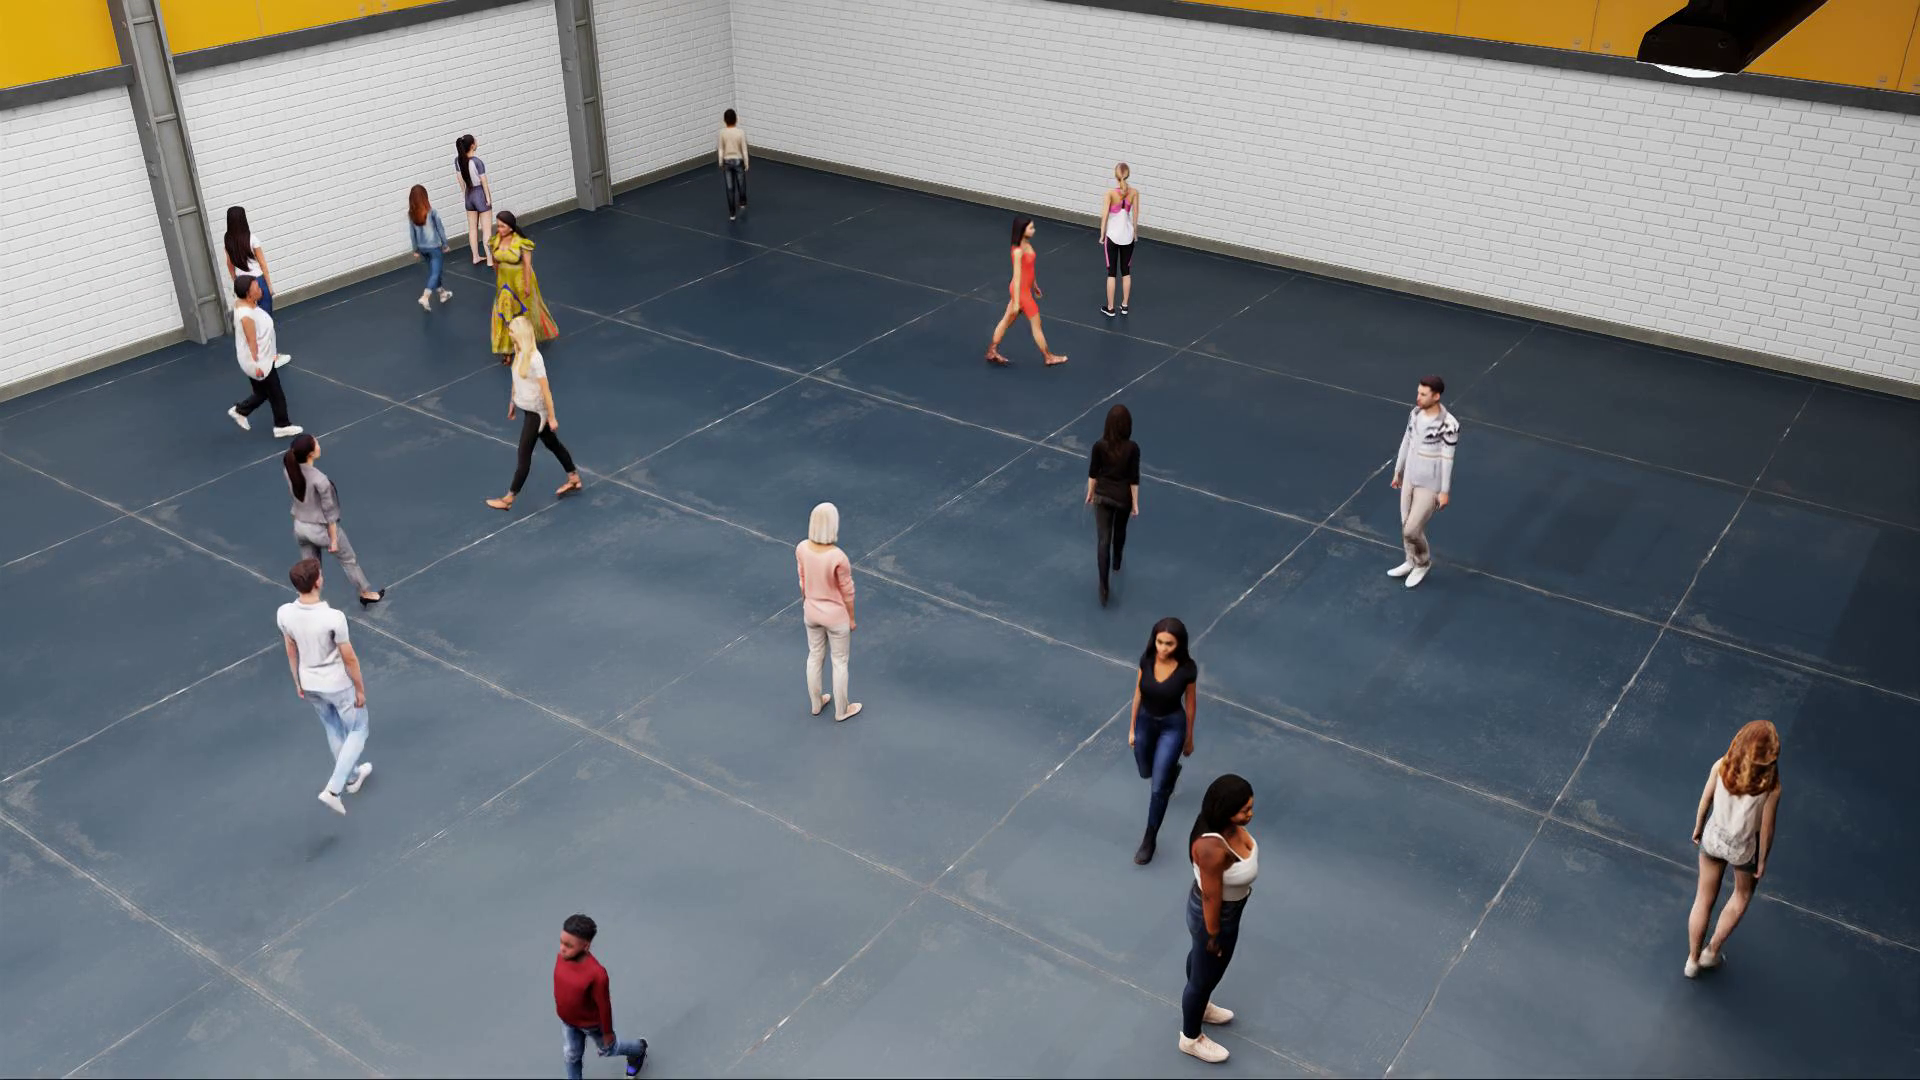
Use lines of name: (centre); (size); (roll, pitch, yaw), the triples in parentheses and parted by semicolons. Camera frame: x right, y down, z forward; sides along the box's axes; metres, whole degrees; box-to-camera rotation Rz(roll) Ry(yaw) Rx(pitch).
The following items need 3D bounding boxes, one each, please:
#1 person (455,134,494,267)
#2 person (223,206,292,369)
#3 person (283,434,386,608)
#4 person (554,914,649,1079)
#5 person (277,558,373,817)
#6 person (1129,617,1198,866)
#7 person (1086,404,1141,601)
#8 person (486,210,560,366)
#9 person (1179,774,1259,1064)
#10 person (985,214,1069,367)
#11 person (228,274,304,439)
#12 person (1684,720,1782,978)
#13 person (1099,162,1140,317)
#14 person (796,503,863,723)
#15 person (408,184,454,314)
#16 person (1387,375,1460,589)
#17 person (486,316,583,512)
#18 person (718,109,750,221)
person: (-6.019, -4.232, 20.706); (0.625, 1.650, 0.564); (13, 31, 23)
person: (-7.565, -2.698, 17.765); (0.667, 1.774, 0.662); (4, 29, 8)
person: (-5.068, -0.008, 12.958); (0.735, 1.653, 0.976); (11, 31, 20)
person: (-1.940, 2.480, 8.831); (0.503, 1.238, 0.823); (18, 33, 29)
person: (-4.183, 0.998, 10.926); (0.898, 1.833, 1.084); (5, 29, 9)
person: (1.312, 1.199, 10.680); (0.660, 1.716, 1.047); (13, 31, 22)
person: (1.234, -0.281, 13.511); (0.923, 1.604, 1.145); (4, 29, 7)
person: (-4.787, -2.791, 18.097); (1.169, 1.618, 1.428); (3, 29, 5)
person: (1.373, 2.026, 9.072); (0.782, 1.805, 0.660); (7, 29, 13)
person: (0.571, -2.622, 17.735); (1.043, 1.667, 1.139); (2, 29, 4)
person: (-6.864, -1.754, 16.143); (1.002, 1.669, 0.888); (-13, 31, -22)
person: (4.360, 1.822, 9.500); (0.627, 1.753, 0.610); (25, 37, 37)
person: (1.838, -3.466, 19.158); (0.662, 1.788, 0.745); (-8, 30, -14)
person: (-0.953, 0.515, 11.925); (0.625, 1.726, 0.560); (14, 32, 24)
person: (-6.190, -3.372, 19.332); (0.756, 1.455, 1.026); (8, 30, 15)
person: (3.876, -0.498, 13.666); (0.820, 1.836, 0.812); (-13, 31, -22)
person: (-3.722, -1.150, 14.923); (1.246, 1.777, 0.897); (-20, 34, -32)
person: (-3.059, -5.027, 22.388); (0.925, 1.435, 1.038); (-2, 29, -4)
